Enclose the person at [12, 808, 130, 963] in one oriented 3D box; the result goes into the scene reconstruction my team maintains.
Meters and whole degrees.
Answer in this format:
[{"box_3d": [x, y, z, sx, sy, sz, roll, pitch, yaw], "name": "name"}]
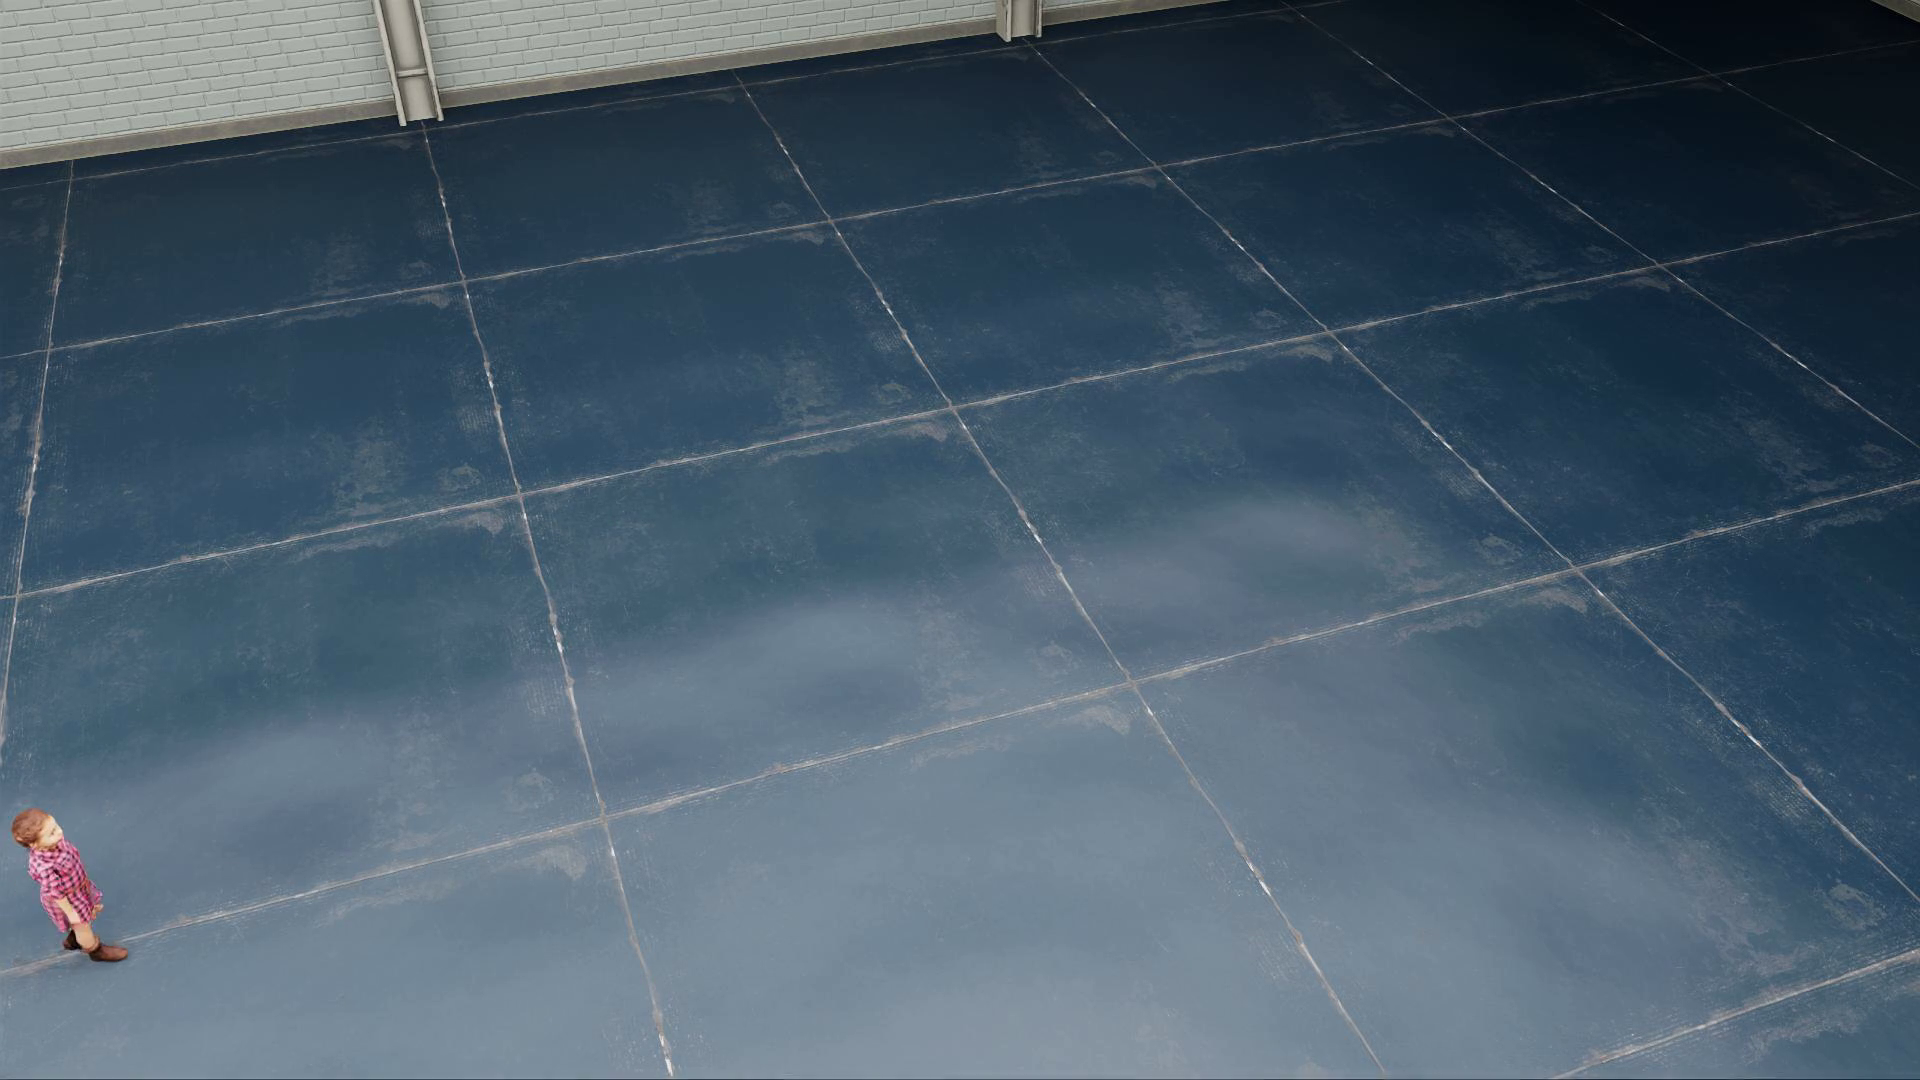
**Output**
[{"box_3d": [-4.127, 1.594, 7.601, 0.520, 1.014, 0.468, -7, 39, -8], "name": "person"}]
